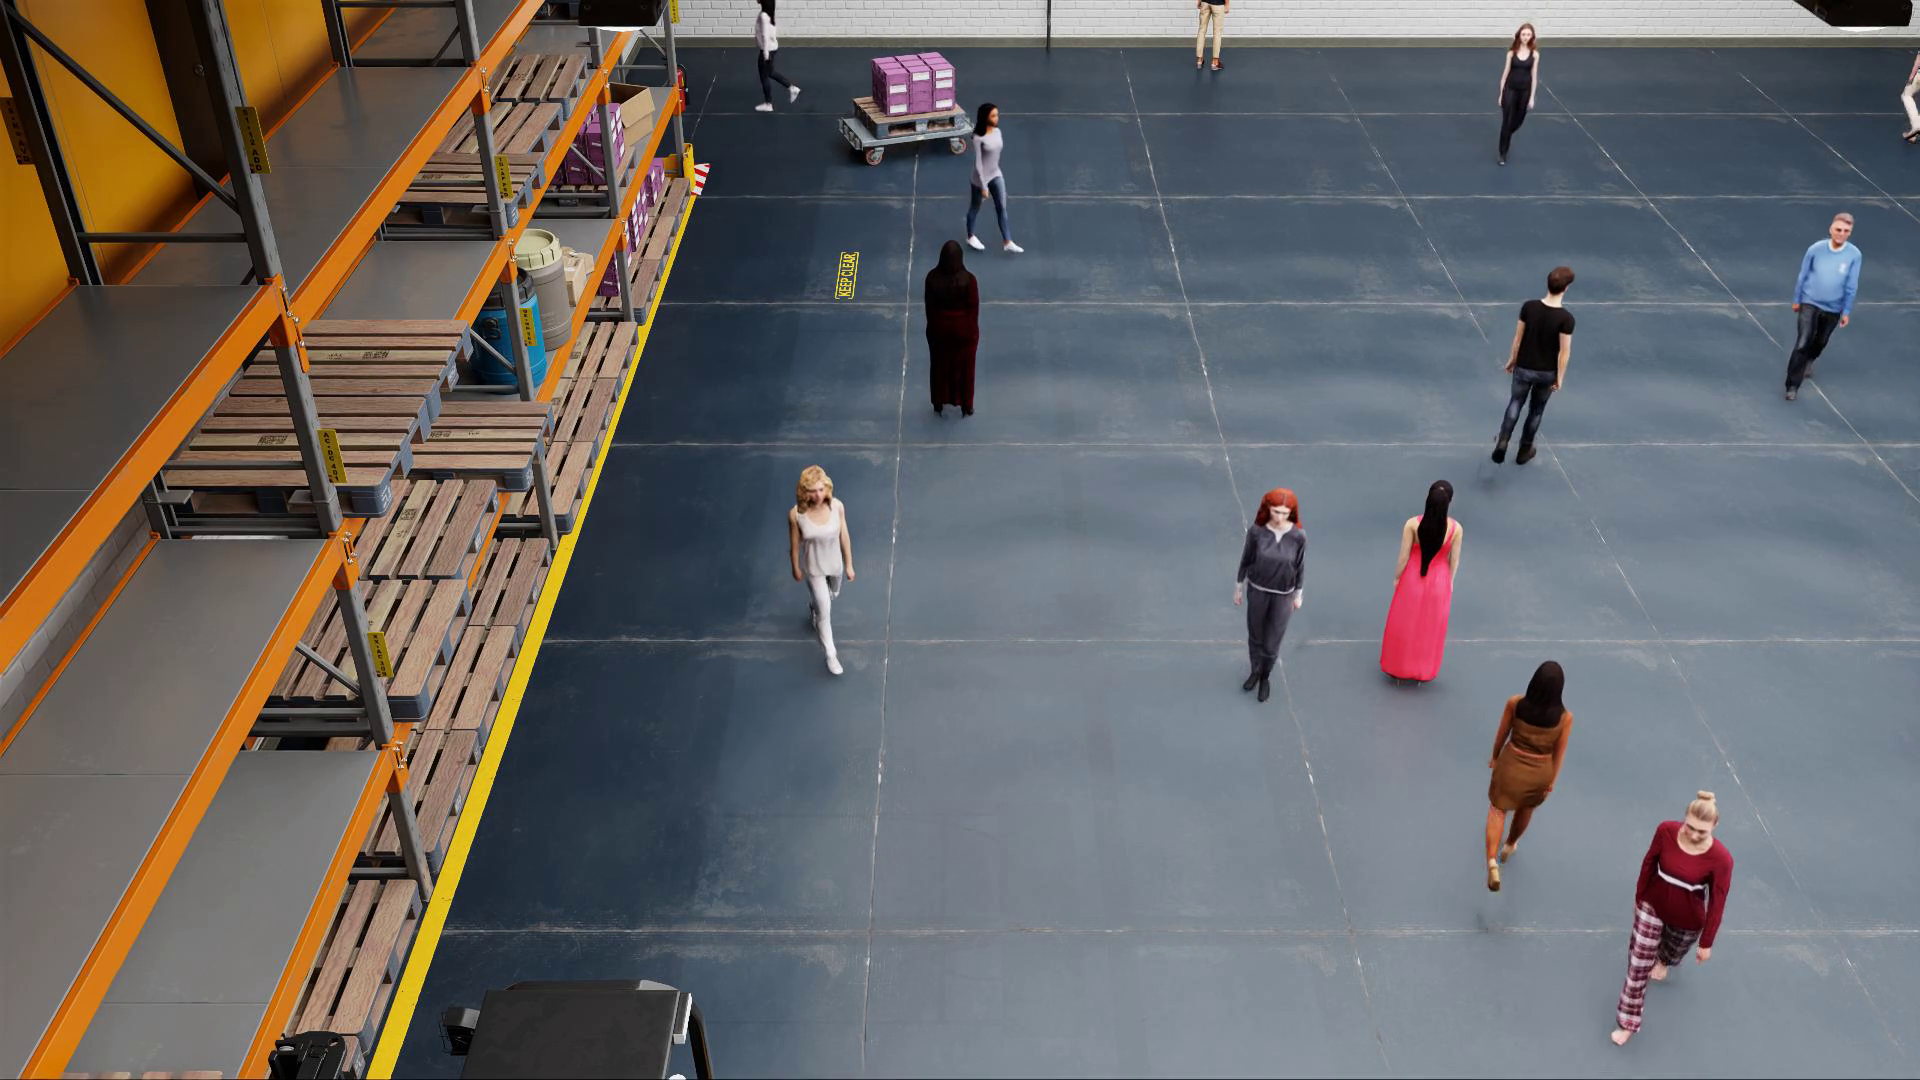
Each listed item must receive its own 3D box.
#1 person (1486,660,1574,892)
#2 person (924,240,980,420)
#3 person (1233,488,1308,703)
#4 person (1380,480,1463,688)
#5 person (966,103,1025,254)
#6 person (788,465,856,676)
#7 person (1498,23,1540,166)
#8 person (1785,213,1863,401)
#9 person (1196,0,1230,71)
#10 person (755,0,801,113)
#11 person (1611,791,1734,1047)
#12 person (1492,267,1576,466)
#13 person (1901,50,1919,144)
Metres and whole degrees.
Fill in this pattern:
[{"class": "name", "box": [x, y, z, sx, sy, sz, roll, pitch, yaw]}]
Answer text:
[{"class": "person", "box": [3.479, 1.490, 10.294, 0.808, 1.669, 1.028, 14, 36, 21]}, {"class": "person", "box": [-0.073, -1.939, 15.373, 0.714, 1.757, 0.675, 7, 34, 11]}, {"class": "person", "box": [2.244, 0.339, 11.942, 0.714, 1.761, 0.719, 12, 36, 18]}, {"class": "person", "box": [3.347, 0.321, 12.002, 0.645, 1.725, 0.605, 4, 34, 7]}, {"class": "person", "box": [0.207, -4.041, 18.582, 0.987, 1.706, 1.055, -27, 42, -35]}, {"class": "person", "box": [-1.039, 0.131, 12.366, 0.881, 1.638, 1.131, -15, 36, -21]}, {"class": "person", "box": [7.043, -5.675, 21.025, 0.705, 1.722, 1.056, 6, 34, 9]}, {"class": "person", "box": [8.243, -2.284, 15.872, 1.012, 1.779, 1.290, 14, 36, 21]}, {"class": "person", "box": [3.652, -7.758, 24.037, 0.727, 1.856, 0.719, 18, 38, 25]}, {"class": "person", "box": [-2.510, -6.614, 22.470, 0.692, 1.687, 0.797, 2, 34, 3]}, {"class": "person", "box": [4.068, 2.071, 9.423, 1.028, 1.666, 1.143, 23, 40, 30]}, {"class": "person", "box": [4.998, -1.463, 14.542, 0.968, 1.884, 1.067, 22, 40, 30]}, {"class": "person", "box": [12.519, -5.977, 21.376, 0.672, 1.837, 0.735, -2, 34, -3]}]
